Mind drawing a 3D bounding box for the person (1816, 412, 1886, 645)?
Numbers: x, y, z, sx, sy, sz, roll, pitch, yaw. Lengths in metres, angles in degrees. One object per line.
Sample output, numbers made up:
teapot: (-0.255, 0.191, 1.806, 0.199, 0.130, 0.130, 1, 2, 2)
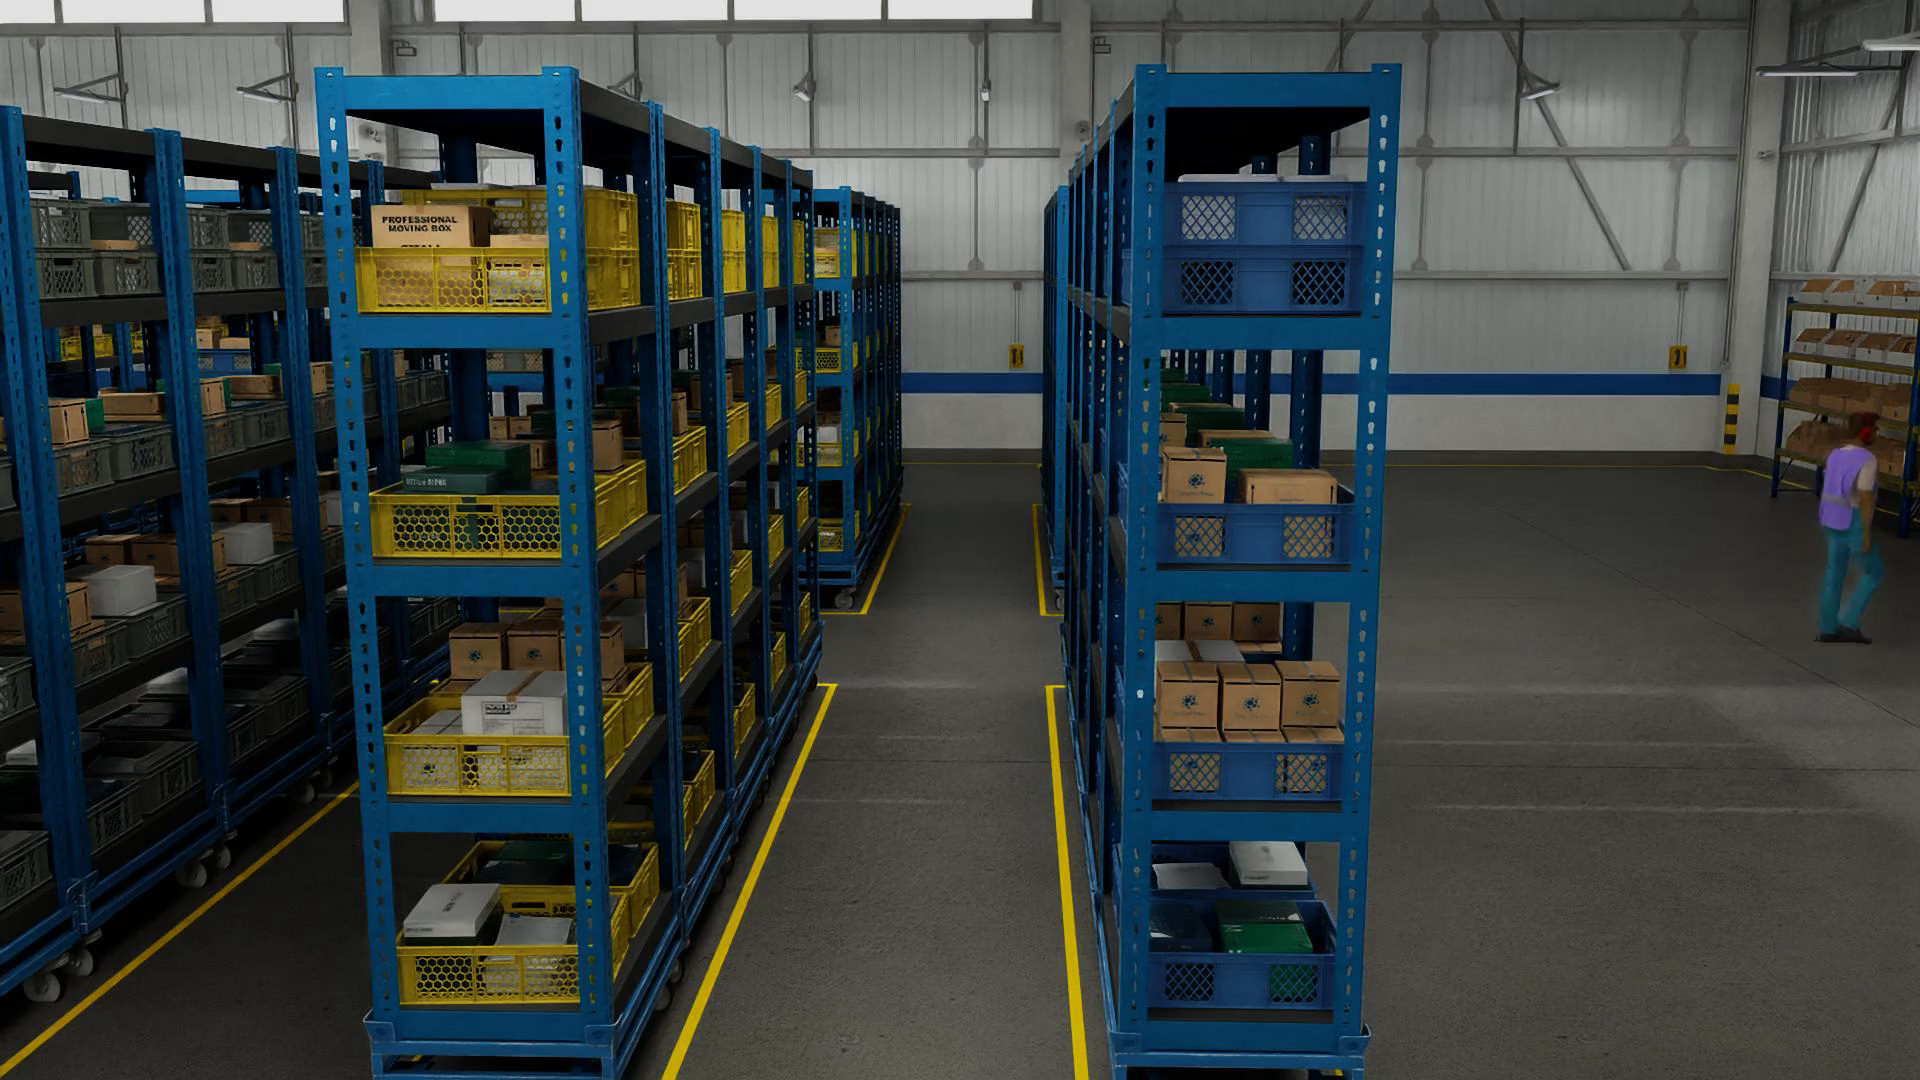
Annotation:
person: (6.989, -0.086, 12.978, 0.531, 1.831, 0.595, -1, 10, -3)
